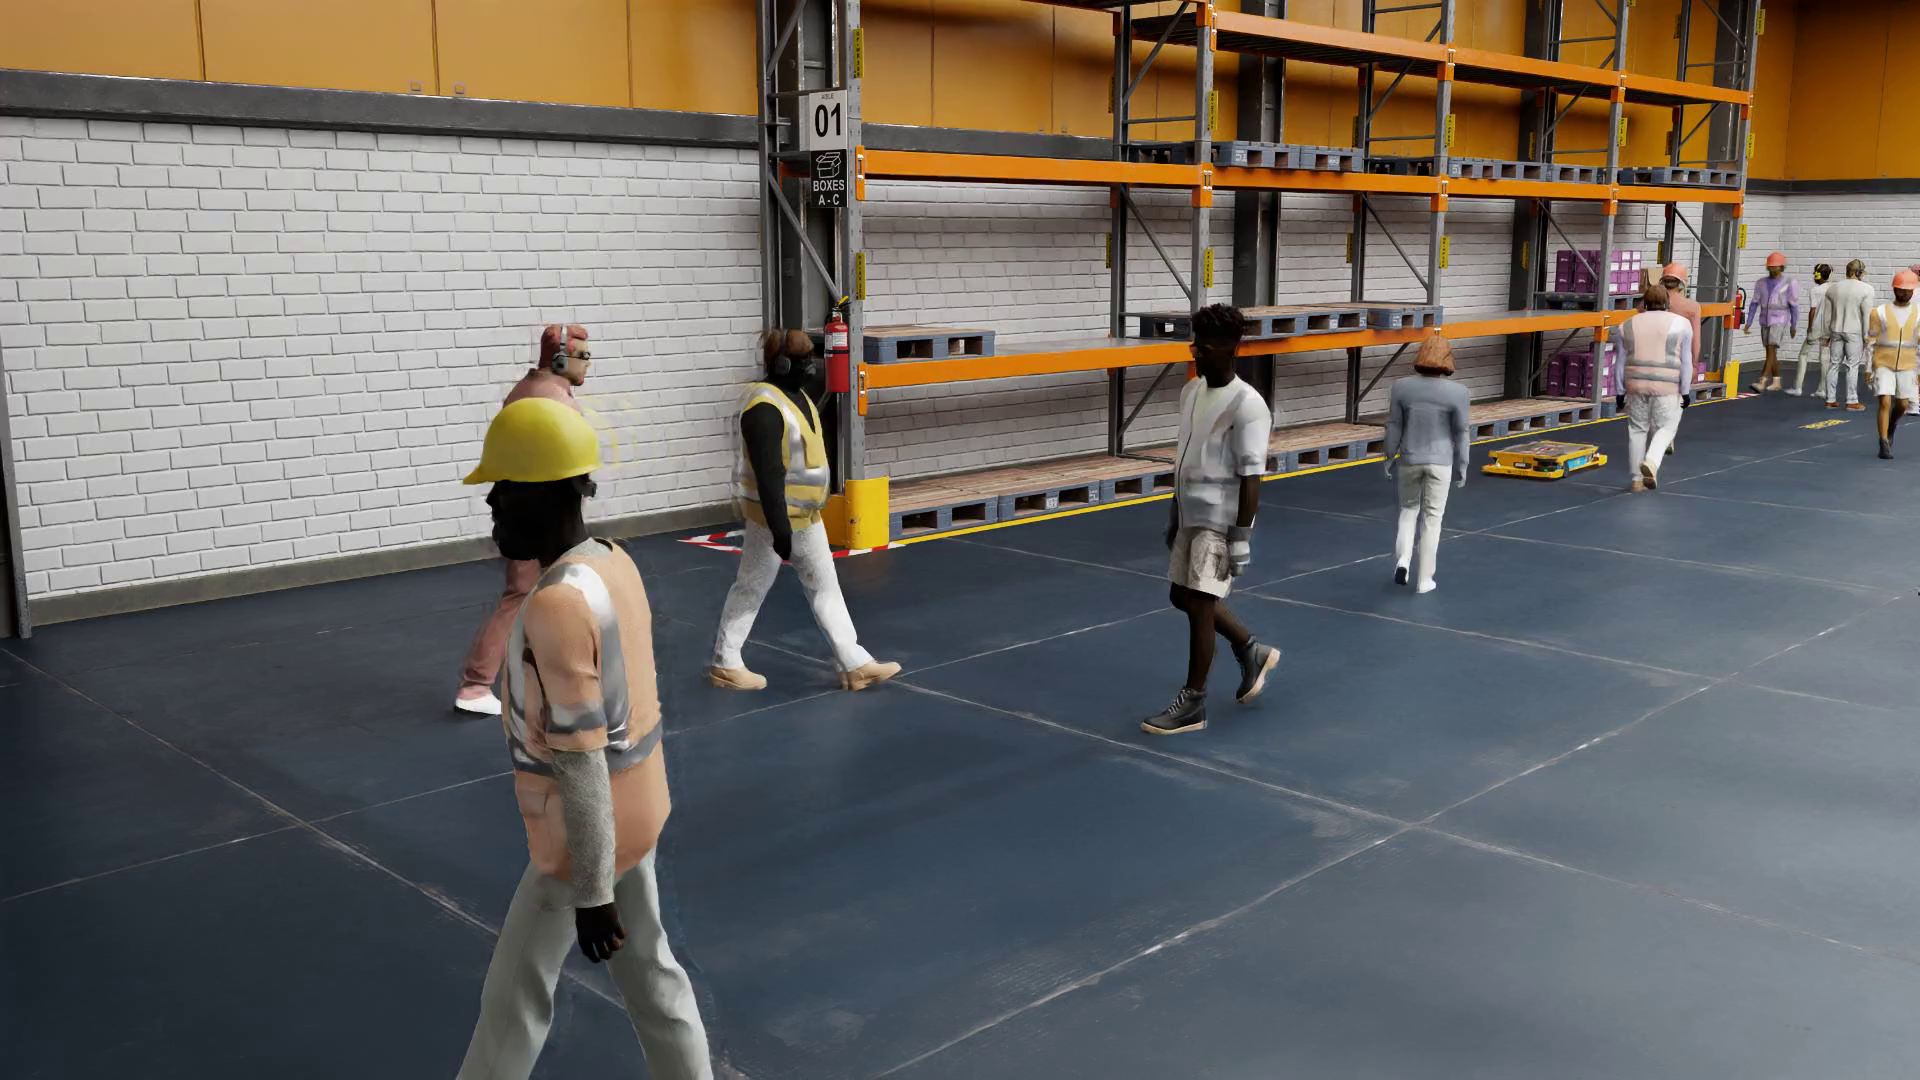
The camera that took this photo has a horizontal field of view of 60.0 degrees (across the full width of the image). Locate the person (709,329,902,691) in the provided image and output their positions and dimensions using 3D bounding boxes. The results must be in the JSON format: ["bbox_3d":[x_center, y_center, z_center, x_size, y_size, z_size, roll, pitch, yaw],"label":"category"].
[{"bbox_3d":[-0.807,-0.124,8.092,0.986,1.789,0.647,3,11,15],"label":"person"}]

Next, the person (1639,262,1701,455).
[{"bbox_3d":[7.084,-1.787,16.689,0.618,1.972,0.583,7,12,32],"label":"person"}]

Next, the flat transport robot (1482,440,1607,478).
[{"bbox_3d":[5.576,-0.779,15.820,0.652,0.197,1.431,9,14,40],"label":"flat transport robot"}]

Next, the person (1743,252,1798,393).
[{"bbox_3d":[11.543,-3.089,23.723,0.961,1.994,0.616,-6,12,-30],"label":"person"}]

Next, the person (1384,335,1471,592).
[{"bbox_3d":[2.930,-0.472,10.441,0.529,1.620,0.358,6,12,31],"label":"person"}]

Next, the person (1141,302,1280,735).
[{"bbox_3d":[1.166,-0.106,7.566,0.746,1.947,0.651,-4,11,-19],"label":"person"}]

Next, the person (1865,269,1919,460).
[{"bbox_3d":[9.487,-1.792,16.894,0.549,1.912,0.770,3,11,17],"label":"person"}]

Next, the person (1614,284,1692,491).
[{"bbox_3d":[5.996,-1.306,14.458,0.643,1.823,0.547,7,13,35],"label":"person"}]

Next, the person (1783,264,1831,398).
[{"bbox_3d":[11.888,-2.909,23.144,0.531,1.844,0.707,-2,11,-13],"label":"person"}]

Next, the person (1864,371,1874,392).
[{"bbox_3d":[13.205,-2.933,23.337,0.743,1.826,0.588,0,10,-1],"label":"person"}]

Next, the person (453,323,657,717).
[{"bbox_3d":[-1.968,-0.095,7.832,0.989,1.840,0.704,-6,12,-28],"label":"person"}]

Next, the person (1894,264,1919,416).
[{"bbox_3d":[11.909,-2.489,20.739,0.668,1.882,0.434,0,10,0],"label":"person"}]

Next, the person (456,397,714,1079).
[{"bbox_3d":[-0.959,0.631,3.699,0.946,1.885,0.615,0,10,1],"label":"person"}]

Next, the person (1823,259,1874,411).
[{"bbox_3d":[11.402,-2.628,21.372,0.379,1.933,0.629,-6,12,-31],"label":"person"}]
